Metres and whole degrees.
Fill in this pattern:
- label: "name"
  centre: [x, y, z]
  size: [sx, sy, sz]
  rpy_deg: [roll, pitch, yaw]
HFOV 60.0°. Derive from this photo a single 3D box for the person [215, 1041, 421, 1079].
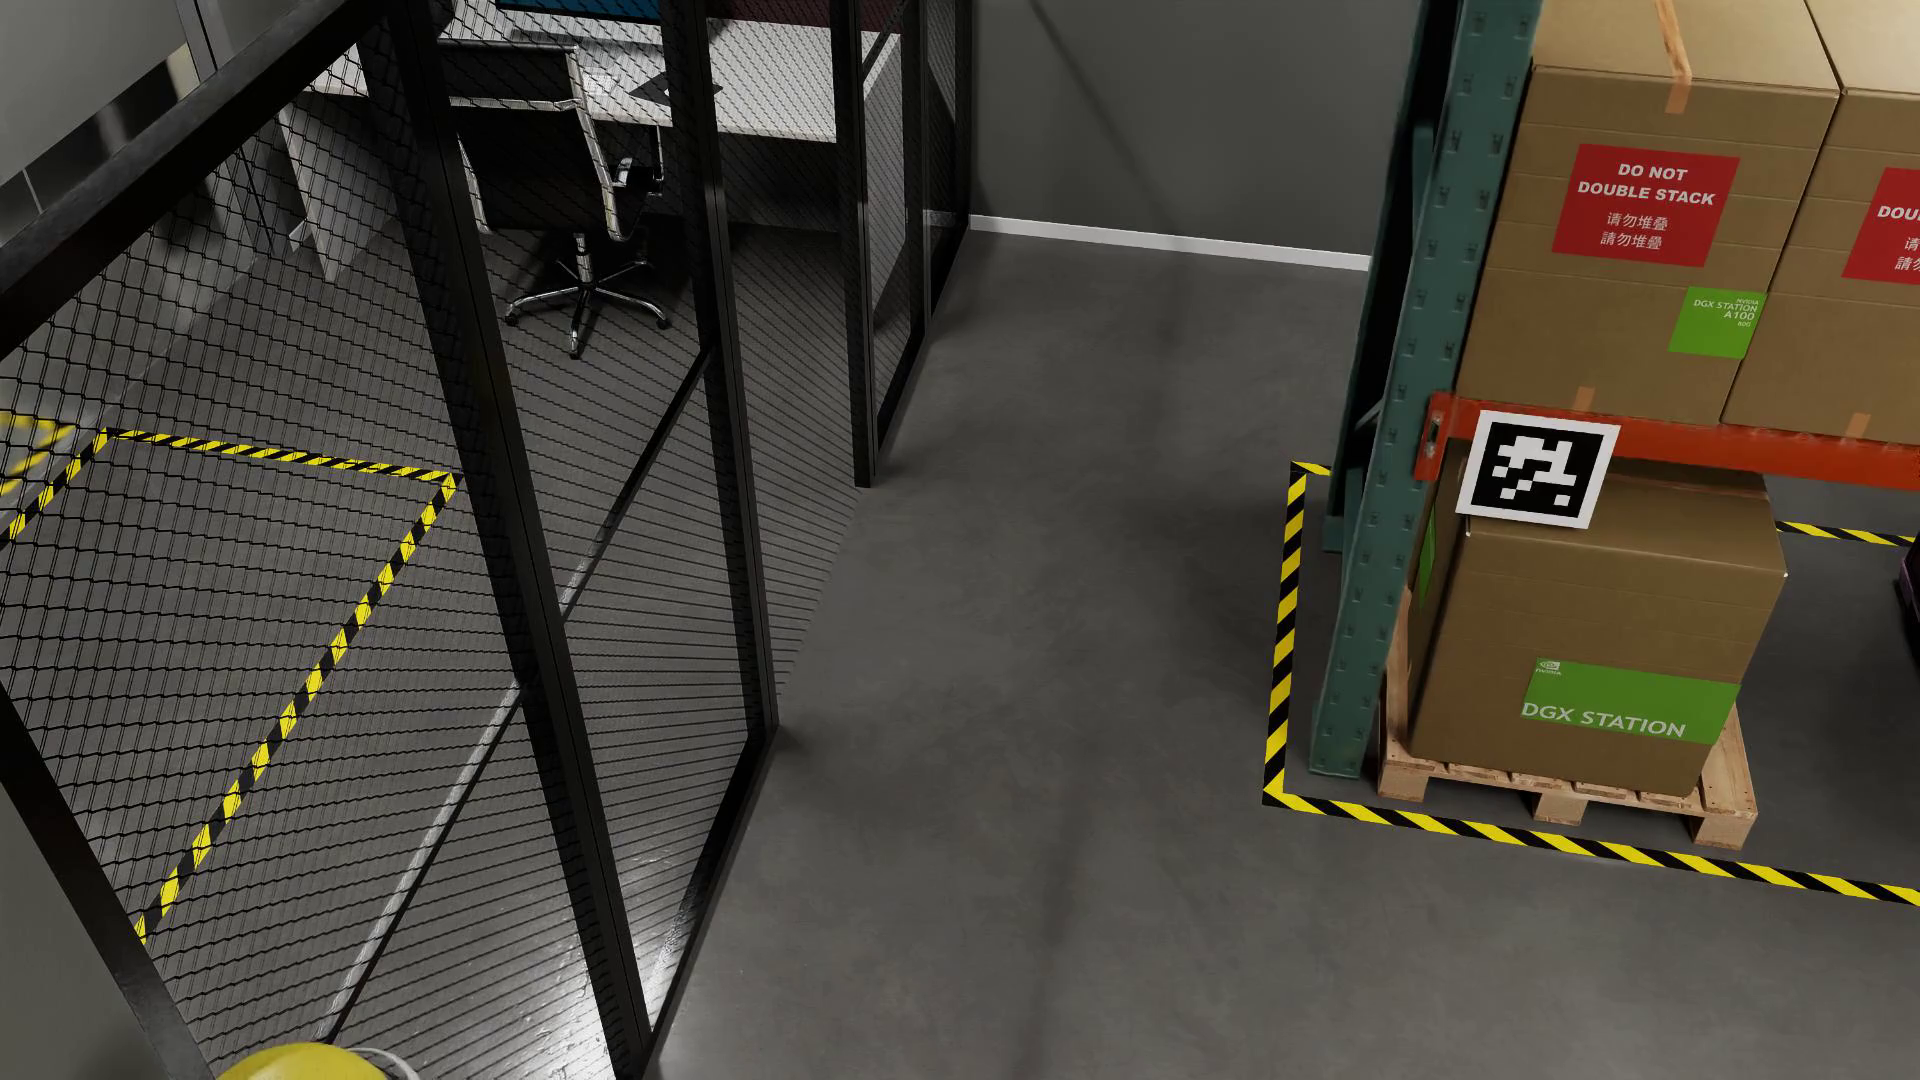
- label: "person"
  centre: [-0.676, 1.220, 2.172]
  size: [0.588, 1.833, 0.404]
  rpy_deg: [12, 42, 14]
